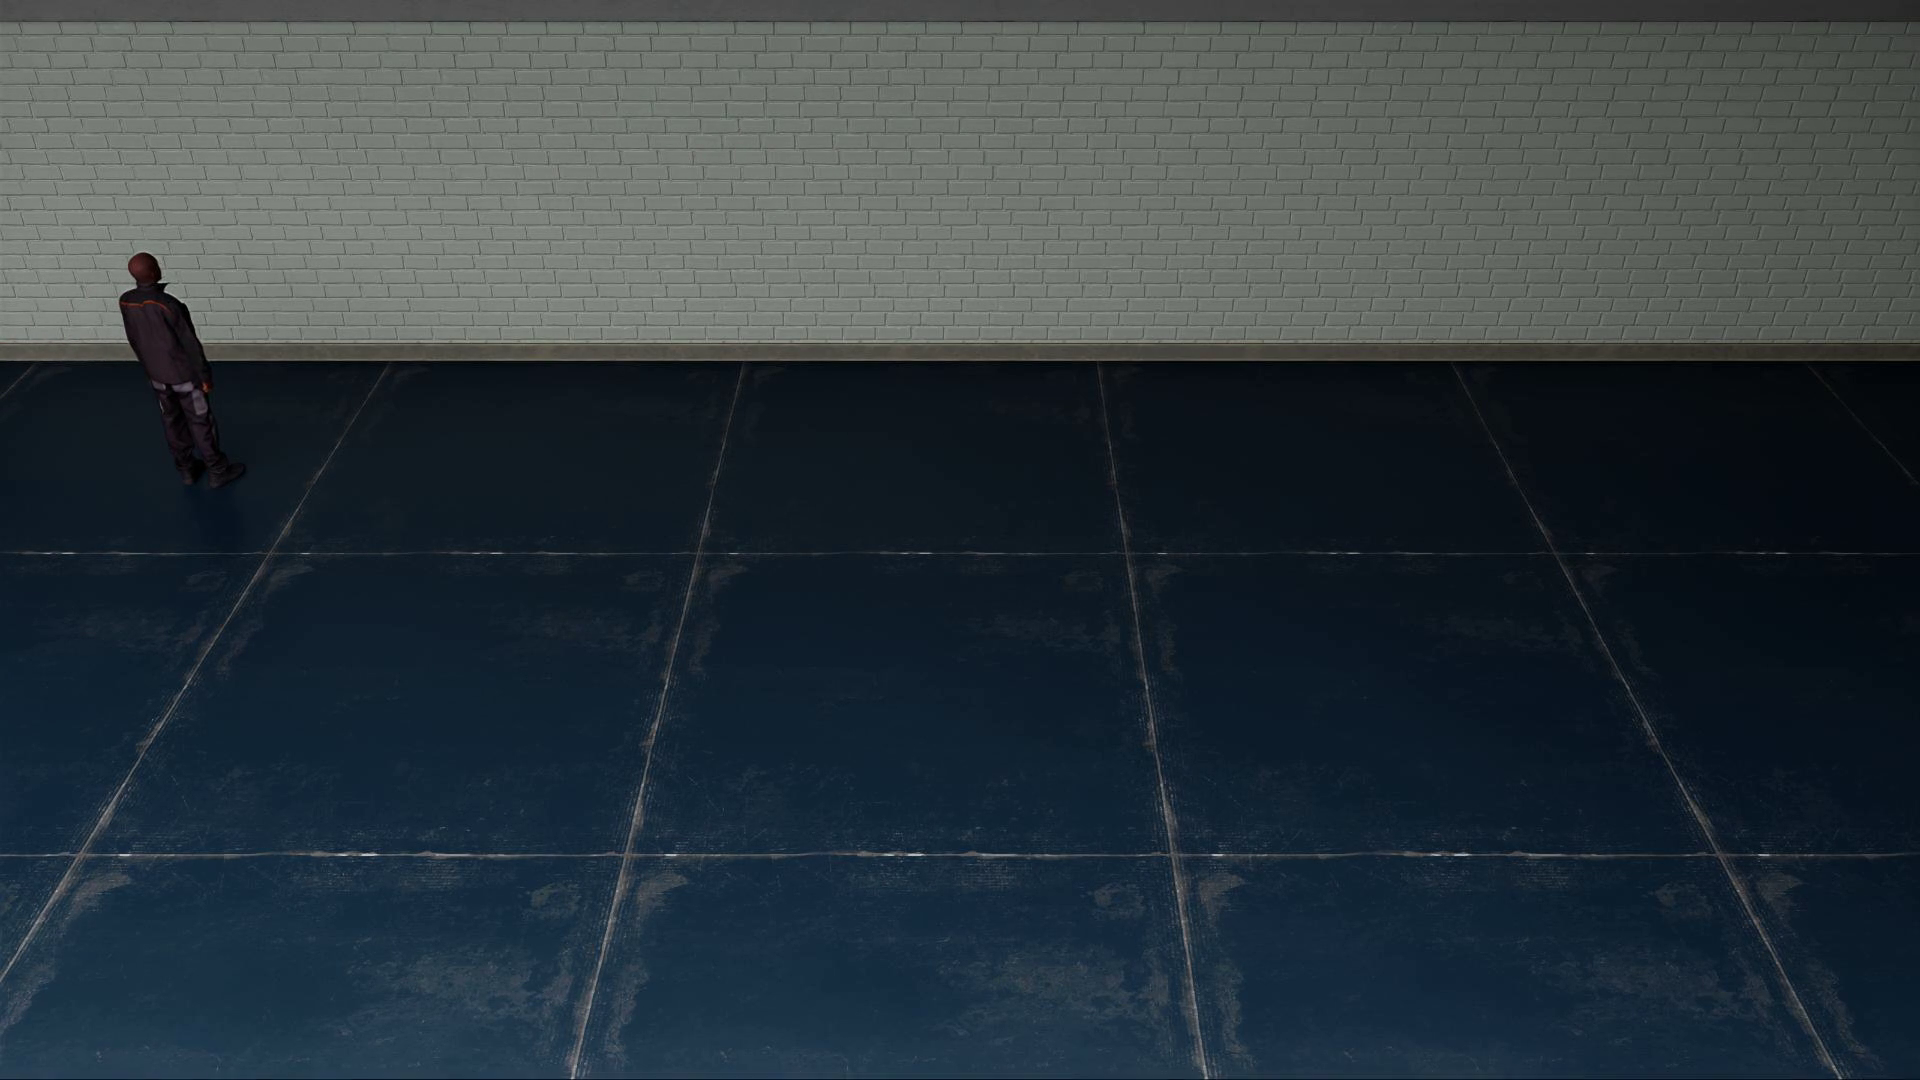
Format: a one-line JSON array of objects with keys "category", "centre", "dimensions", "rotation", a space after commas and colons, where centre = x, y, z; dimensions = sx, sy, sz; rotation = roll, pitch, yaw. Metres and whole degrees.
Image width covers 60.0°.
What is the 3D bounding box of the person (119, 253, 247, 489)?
[{"category": "person", "centre": [-5.664, -1.218, 11.975], "dimensions": [0.739, 1.825, 0.671], "rotation": [6, 34, 9]}]
